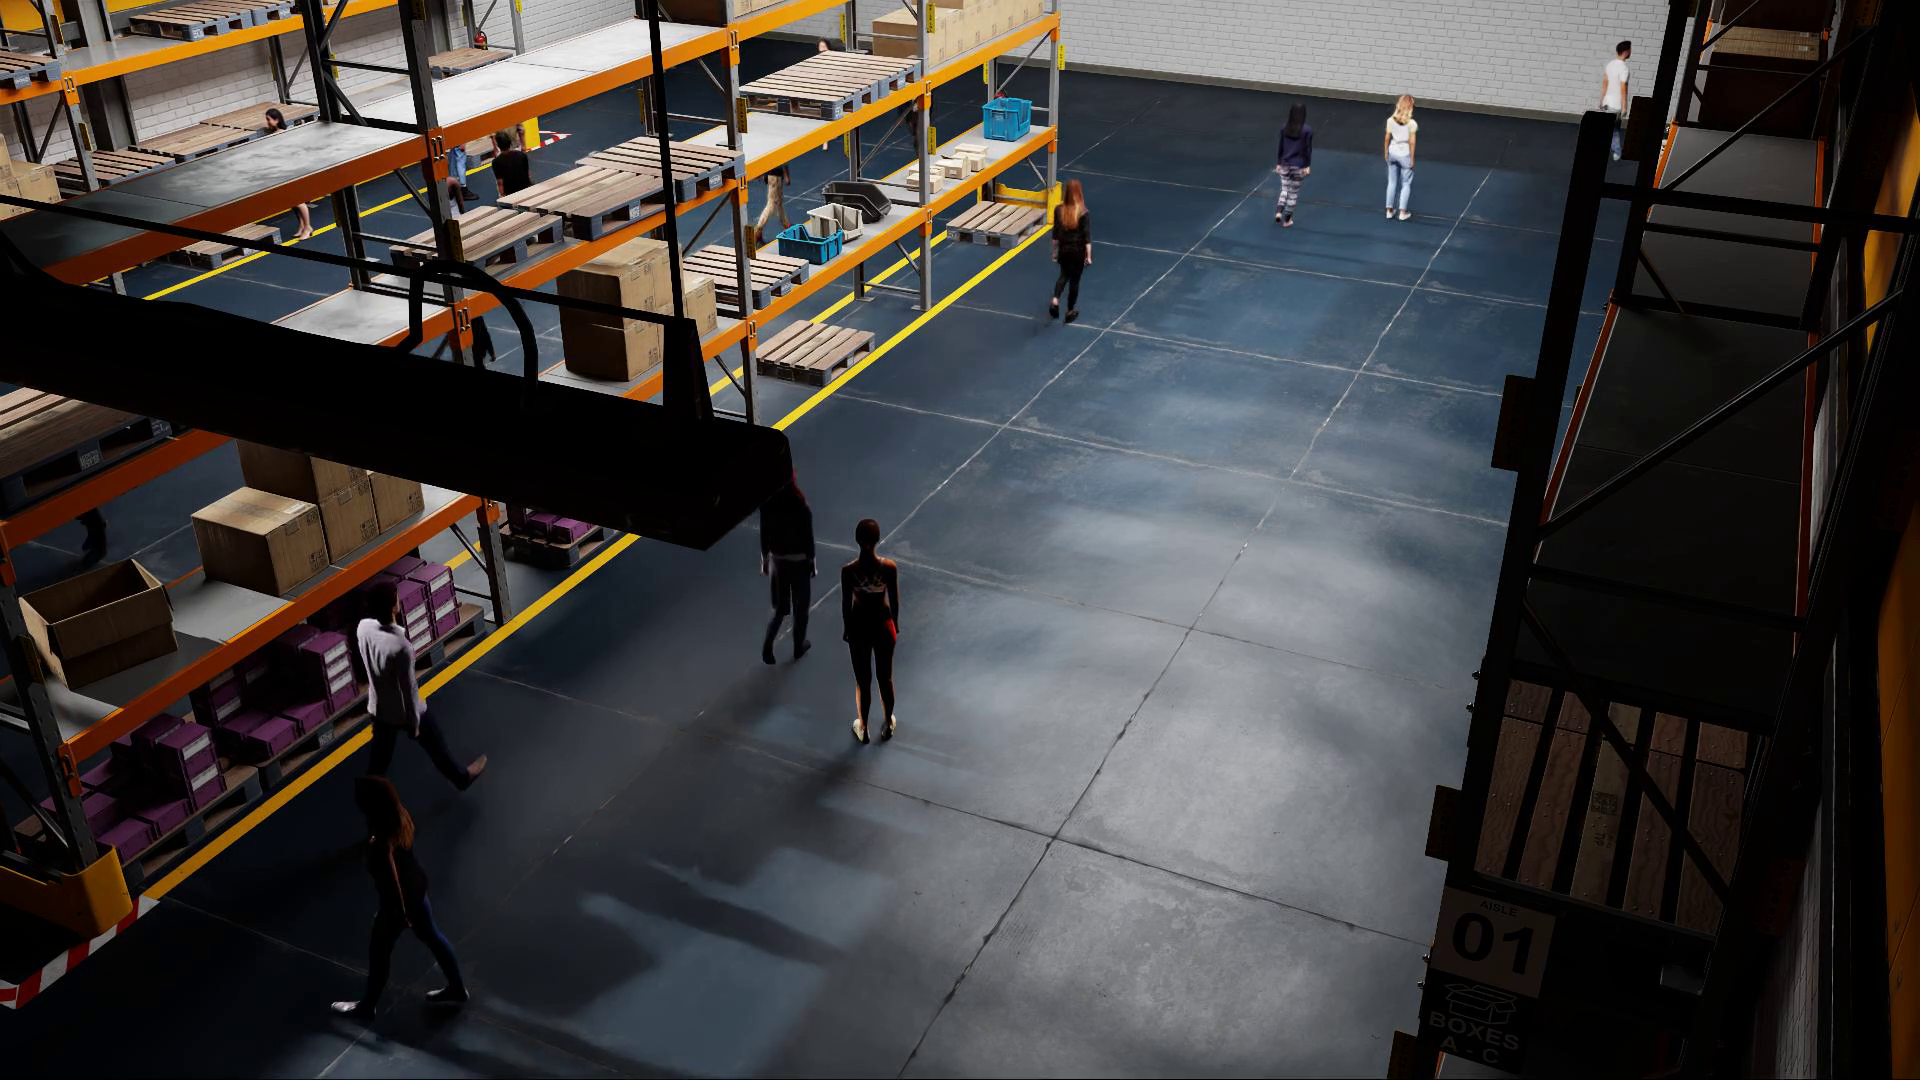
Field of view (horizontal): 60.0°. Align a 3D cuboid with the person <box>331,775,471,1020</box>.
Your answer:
[{"bbox_3d":[-3.121,2.053,9.547,0.891,1.688,0.994,1,29,1],"label":"person"}]

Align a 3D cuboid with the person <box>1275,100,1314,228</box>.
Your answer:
[{"bbox_3d":[4.495,-5.077,22.576,0.632,1.727,0.672,17,33,28],"label":"person"}]

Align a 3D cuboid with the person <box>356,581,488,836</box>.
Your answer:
[{"bbox_3d":[-3.818,1.163,11.056,0.777,1.804,1.200,16,32,27],"label":"person"}]

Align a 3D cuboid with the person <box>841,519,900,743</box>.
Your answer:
[{"bbox_3d":[-0.638,0.657,11.998,0.679,1.791,0.725,-6,29,-10],"label":"person"}]

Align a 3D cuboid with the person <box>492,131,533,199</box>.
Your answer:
[{"bbox_3d":[-5.595,-4.295,21.142,1.065,1.728,1.079,-12,31,-21],"label":"person"}]

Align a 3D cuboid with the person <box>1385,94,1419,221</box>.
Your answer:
[{"bbox_3d":[6.030,-5.260,22.920,0.731,1.719,0.692,24,36,36],"label":"person"}]

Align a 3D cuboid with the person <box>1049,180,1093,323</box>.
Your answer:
[{"bbox_3d":[1.259,-3.333,19.405,0.654,1.702,0.772,16,33,27],"label":"person"}]

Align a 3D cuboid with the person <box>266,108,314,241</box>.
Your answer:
[{"bbox_3d":[-8.943,-4.870,22.156,0.756,1.766,0.735,-24,36,-36],"label":"person"}]

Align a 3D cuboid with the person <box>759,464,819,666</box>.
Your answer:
[{"bbox_3d":[-1.340,0.231,12.809,0.650,1.761,0.903,9,30,15],"label":"person"}]

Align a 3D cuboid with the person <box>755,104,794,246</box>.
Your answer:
[{"bbox_3d":[-2.528,-4.792,21.954,0.884,1.822,1.258,22,36,35],"label":"person"}]
